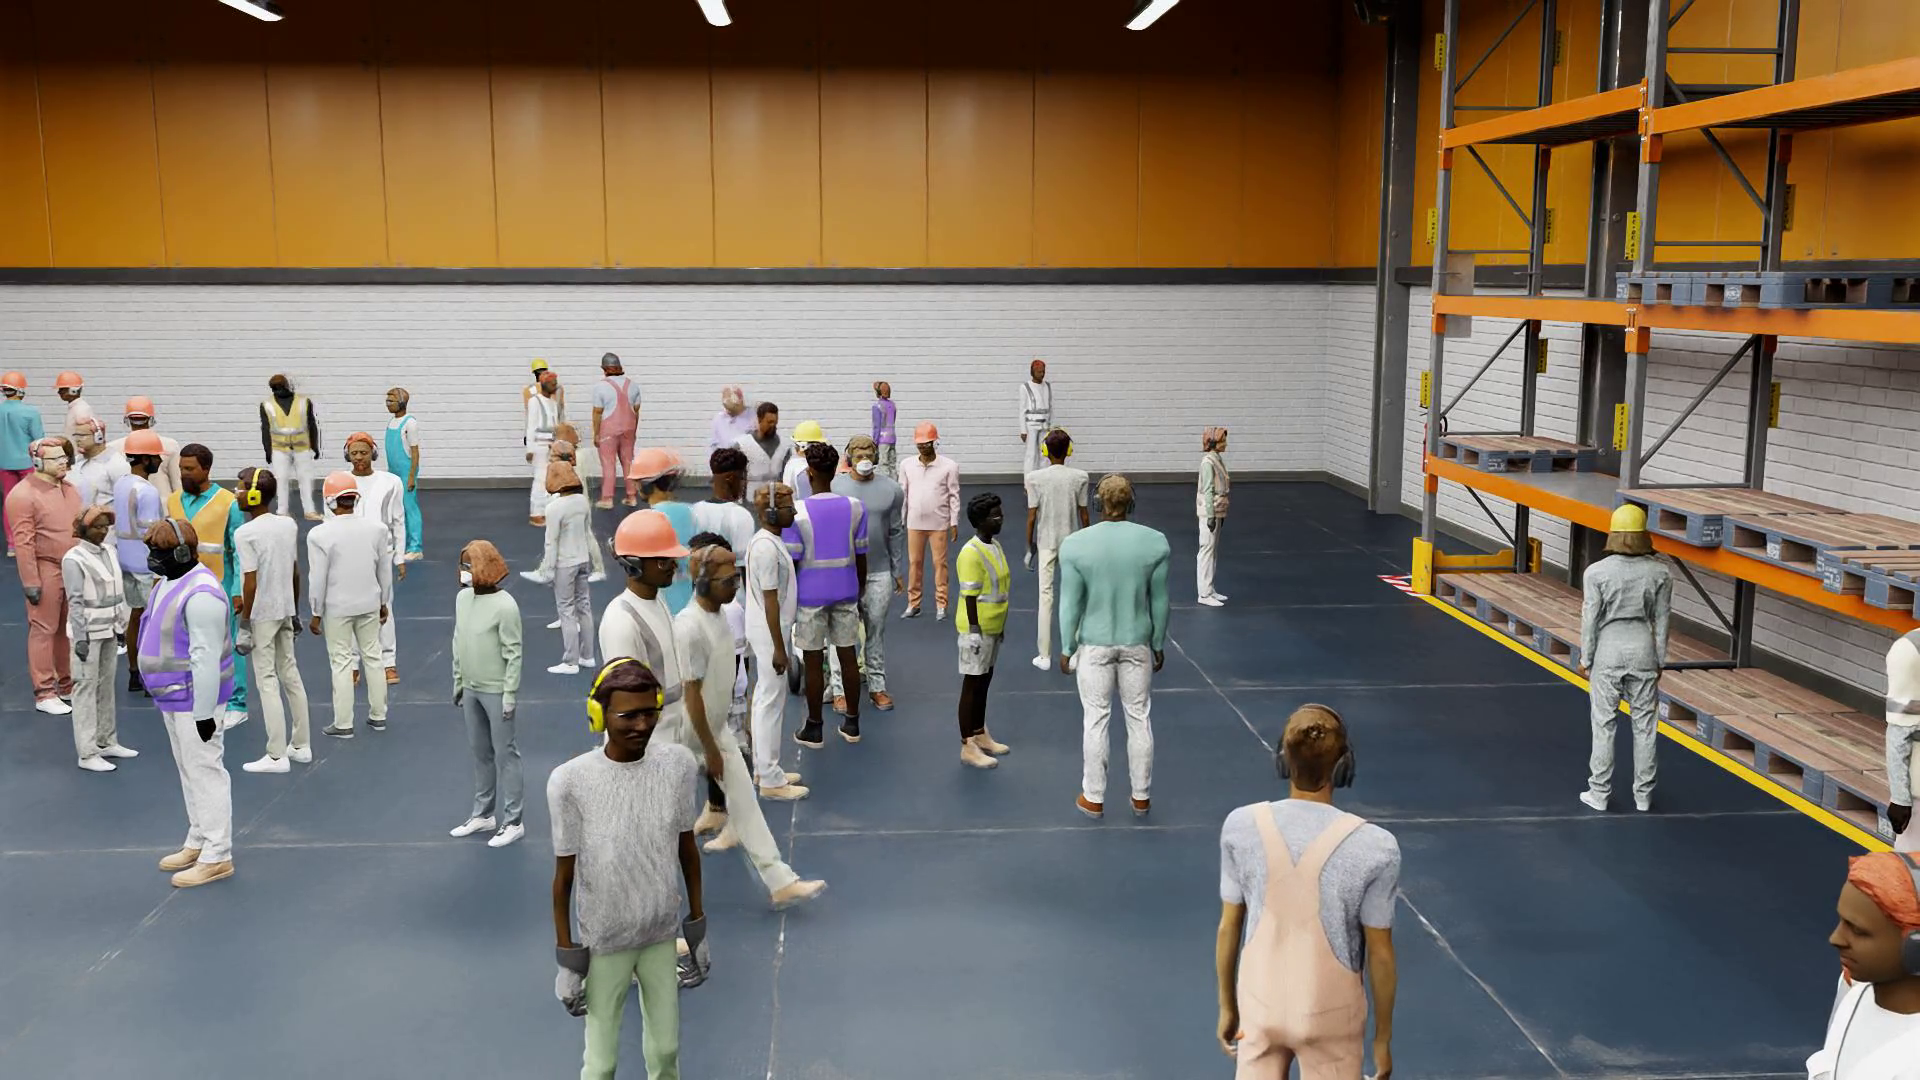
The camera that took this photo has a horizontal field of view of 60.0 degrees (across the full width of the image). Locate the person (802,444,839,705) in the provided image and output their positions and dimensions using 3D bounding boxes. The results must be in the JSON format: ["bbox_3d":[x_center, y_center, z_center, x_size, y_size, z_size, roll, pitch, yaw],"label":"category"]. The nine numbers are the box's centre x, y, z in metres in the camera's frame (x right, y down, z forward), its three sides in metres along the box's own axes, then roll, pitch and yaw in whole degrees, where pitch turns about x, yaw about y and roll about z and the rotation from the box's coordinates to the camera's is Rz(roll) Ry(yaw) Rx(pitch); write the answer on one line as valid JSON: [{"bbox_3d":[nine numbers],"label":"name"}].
[{"bbox_3d":[-0.924,0.235,11.789,0.379,1.844,0.570,-2,9,-11],"label":"person"}]

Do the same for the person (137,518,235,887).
[{"bbox_3d":[-3.858,0.797,8.317,0.429,1.837,0.624,-7,12,-38],"label":"person"}]

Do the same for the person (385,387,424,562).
[{"bbox_3d":[-5.914,-0.693,17.621,0.508,1.846,0.345,8,12,40],"label":"person"}]

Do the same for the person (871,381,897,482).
[{"bbox_3d":[-1.000,-1.271,21.888,0.314,1.642,0.514,5,10,28],"label":"person"}]

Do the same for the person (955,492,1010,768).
[{"bbox_3d":[0.146,0.545,10.312,0.320,1.697,0.531,3,10,18],"label":"person"}]

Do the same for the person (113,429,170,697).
[{"bbox_3d":[-5.838,0.168,11.973,0.539,1.930,0.378,8,12,41],"label":"person"}]

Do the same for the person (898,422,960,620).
[{"bbox_3d":[-0.287,-0.166,14.594,0.575,1.749,0.336,2,9,14],"label":"person"}]

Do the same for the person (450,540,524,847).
[{"bbox_3d":[-2.524,0.808,8.859,0.500,1.633,0.282,7,11,35],"label":"person"}]

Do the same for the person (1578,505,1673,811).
[{"bbox_3d":[3.745,0.667,9.411,0.487,1.740,0.313,1,9,7],"label":"person"}]

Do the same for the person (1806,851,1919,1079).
[{"bbox_3d":[1.924,1.549,3.466,0.351,1.878,0.568,2,9,11],"label":"person"}]

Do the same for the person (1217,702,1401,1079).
[{"bbox_3d":[0.976,1.369,4.740,0.519,1.833,0.367,5,10,27],"label":"person"}]

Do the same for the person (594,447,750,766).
[{"bbox_3d":[-1.765,0.419,10.167,1.024,1.999,0.626,4,10,22],"label":"person"}]

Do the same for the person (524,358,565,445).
[{"bbox_3d":[-5.574,-1.469,22.272,0.585,1.917,0.381,-8,12,-42],"label":"person"}]

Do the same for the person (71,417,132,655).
[{"bbox_3d":[-6.874,-0.029,13.260,0.641,1.908,0.407,4,10,23],"label":"person"}]

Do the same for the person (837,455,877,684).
[{"bbox_3d":[-0.744,0.192,12.353,0.319,1.750,0.562,-1,9,-4],"label":"person"}]

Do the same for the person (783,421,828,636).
[{"bbox_3d":[-1.253,-0.071,13.761,0.403,1.831,0.587,-3,10,-19],"label":"person"}]

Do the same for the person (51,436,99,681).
[{"bbox_3d":[-6.660,0.137,12.456,0.339,1.833,0.524,3,10,20],"label":"person"}]

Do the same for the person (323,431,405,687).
[{"bbox_3d":[-4.381,0.141,12.268,0.574,1.882,0.356,-3,10,-19],"label":"person"}]

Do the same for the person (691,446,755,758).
[{"bbox_3d":[-1.461,0.392,10.451,0.603,1.959,0.376,8,12,41],"label":"person"}]

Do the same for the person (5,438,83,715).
[{"bbox_3d":[-6.274,0.239,11.574,0.407,1.910,0.639,1,9,6],"label":"person"}]

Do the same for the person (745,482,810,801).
[{"bbox_3d":[-1.073,0.579,9.634,0.343,1.847,0.504,-2,9,-12],"label":"person"}]

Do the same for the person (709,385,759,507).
[{"bbox_3d":[-2.353,-0.721,17.731,0.663,1.866,0.732,6,11,32],"label":"person"}]

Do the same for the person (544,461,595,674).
[{"bbox_3d":[-2.986,0.206,12.673,0.280,1.625,0.493,4,10,24],"label":"person"}]

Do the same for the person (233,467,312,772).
[{"bbox_3d":[-4.217,0.485,10.138,0.309,1.873,0.535,3,9,17],"label":"person"}]

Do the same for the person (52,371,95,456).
[{"bbox_3d":[-9.652,-0.857,18.238,0.422,1.985,0.613,-6,11,-34],"label":"person"}]

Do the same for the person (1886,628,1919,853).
[{"bbox_3d":[4.035,0.987,6.805,0.587,1.930,0.361,-3,10,-20],"label":"person"}]

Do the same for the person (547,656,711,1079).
[{"bbox_3d":[-1.030,1.273,5.242,0.509,1.862,0.328,-6,11,-33],"label":"person"}]

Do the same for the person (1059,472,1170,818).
[{"bbox_3d":[0.855,0.590,9.272,0.627,1.941,0.373,-1,9,-5],"label":"person"}]

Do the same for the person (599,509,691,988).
[{"bbox_3d":[-1.322,0.879,7.132,0.376,2.043,0.609,0,9,2],"label":"person"}]

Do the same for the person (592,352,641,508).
[{"bbox_3d":[-4.524,-1.441,21.709,0.683,2.000,0.535,-9,12,-43],"label":"person"}]

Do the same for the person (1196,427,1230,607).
[{"bbox_3d":[2.322,-0.220,15.294,0.308,1.641,0.514,3,9,16],"label":"person"}]

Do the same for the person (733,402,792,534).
[{"bbox_3d":[-1.761,-0.305,15.091,0.730,1.883,0.589,9,13,44],"label":"person"}]

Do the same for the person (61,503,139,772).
[{"bbox_3d":[-5.307,0.588,10.228,0.315,1.638,0.515,0,9,0],"label":"person"}]

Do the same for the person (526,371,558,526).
[{"bbox_3d":[-5.026,-1.103,20.122,0.360,1.876,0.641,3,10,18],"label":"person"}]

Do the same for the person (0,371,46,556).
[{"bbox_3d":[-10.110,-0.811,17.895,0.611,1.995,0.375,0,9,1],"label":"person"}]

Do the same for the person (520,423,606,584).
[{"bbox_3d":[-3.855,-0.345,16.222,0.864,1.580,0.526,-7,11,-36],"label":"person"}]

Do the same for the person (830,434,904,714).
[{"bbox_3d":[-0.678,0.231,11.531,0.628,1.940,0.373,-3,10,-20],"label":"person"}]

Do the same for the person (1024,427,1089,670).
[{"bbox_3d":[0.750,0.067,12.769,0.508,1.874,0.329,-1,9,-4],"label":"person"}]

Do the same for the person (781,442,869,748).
[{"bbox_3d":[-0.870,0.354,10.669,0.608,1.966,0.372,-5,10,-27],"label":"person"}]

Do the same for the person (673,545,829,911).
[{"bbox_3d":[-1.161,0.903,7.790,1.009,1.781,0.504,2,9,13],"label":"person"}]

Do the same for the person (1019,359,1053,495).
[{"bbox_3d":[1.050,-1.540,22.846,0.586,1.879,0.356,-8,12,-40],"label":"person"}]

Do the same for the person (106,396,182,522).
[{"bbox_3d":[-6.998,-0.243,14.325,0.612,1.996,0.389,-4,10,-25],"label":"person"}]

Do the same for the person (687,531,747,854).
[{"bbox_3d":[-1.298,0.791,8.770,0.319,1.697,0.532,-5,11,-30],"label":"person"}]

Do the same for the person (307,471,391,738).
[{"bbox_3d":[-4.020,0.418,10.936,0.334,1.748,0.573,8,12,40],"label":"person"}]

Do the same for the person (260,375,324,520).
[{"bbox_3d":[-8.172,-1.112,20.396,0.724,1.816,0.433,-4,10,-21],"label":"person"}]

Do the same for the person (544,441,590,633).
[{"bbox_3d":[-3.317,-0.024,14.064,0.315,1.640,0.515,-7,11,-36],"label":"person"}]

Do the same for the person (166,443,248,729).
[{"bbox_3d":[-5.028,0.302,11.137,0.596,1.920,0.373,3,9,18],"label":"person"}]
